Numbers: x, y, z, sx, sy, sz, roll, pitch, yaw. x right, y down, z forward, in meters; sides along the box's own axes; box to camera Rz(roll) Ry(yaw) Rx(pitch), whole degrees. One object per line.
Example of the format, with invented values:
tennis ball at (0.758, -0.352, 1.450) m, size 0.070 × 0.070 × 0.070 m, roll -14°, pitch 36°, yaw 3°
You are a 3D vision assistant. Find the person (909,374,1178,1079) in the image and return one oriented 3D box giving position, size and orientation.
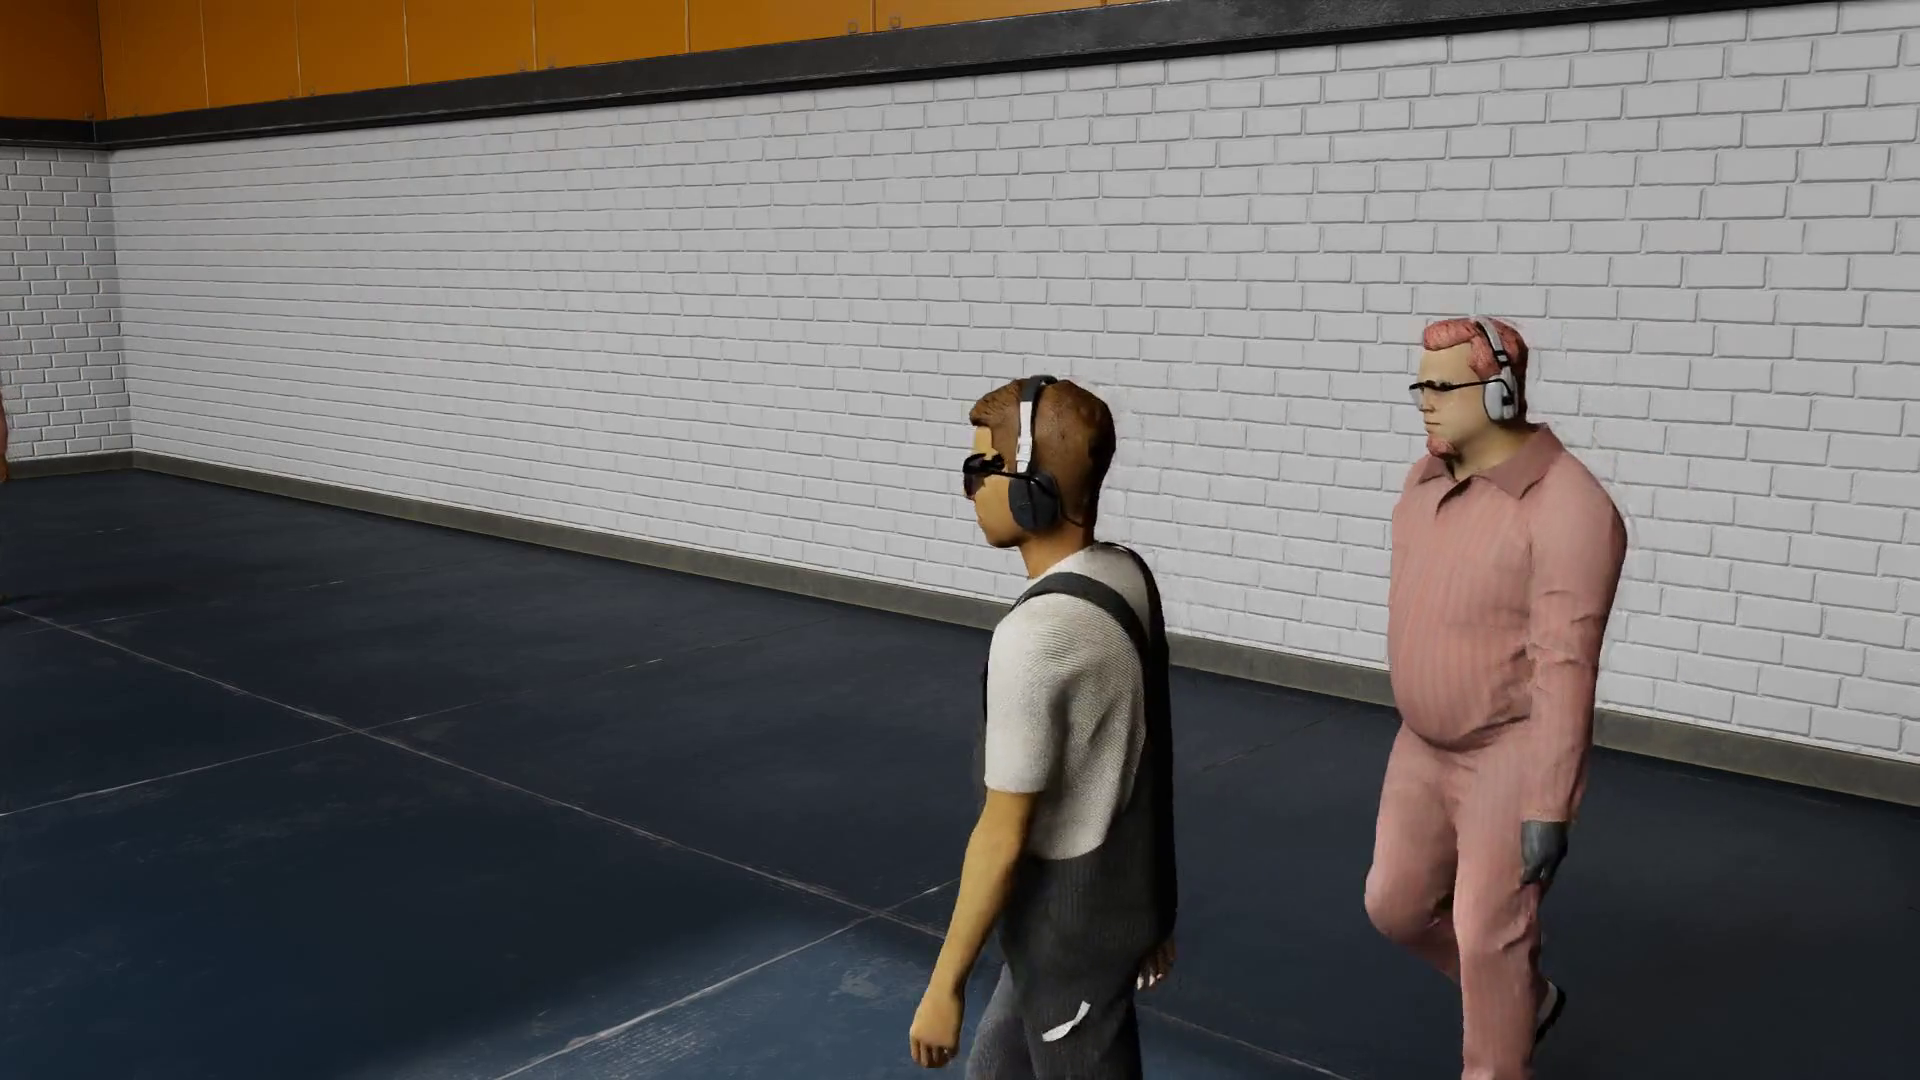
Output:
person at (0.061, 0.641, 2.742) m, size 0.863 × 1.816 × 0.518 m, roll 4°, pitch 11°, yaw 20°

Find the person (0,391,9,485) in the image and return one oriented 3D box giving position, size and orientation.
person at (-5.431, -0.513, 8.927) m, size 0.636 × 1.971 × 0.910 m, roll -1°, pitch 10°, yaw -6°

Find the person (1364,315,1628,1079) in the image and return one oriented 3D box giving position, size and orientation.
person at (1.167, 0.458, 3.619) m, size 0.510 × 1.886 × 0.674 m, roll -4°, pitch 11°, yaw -22°
